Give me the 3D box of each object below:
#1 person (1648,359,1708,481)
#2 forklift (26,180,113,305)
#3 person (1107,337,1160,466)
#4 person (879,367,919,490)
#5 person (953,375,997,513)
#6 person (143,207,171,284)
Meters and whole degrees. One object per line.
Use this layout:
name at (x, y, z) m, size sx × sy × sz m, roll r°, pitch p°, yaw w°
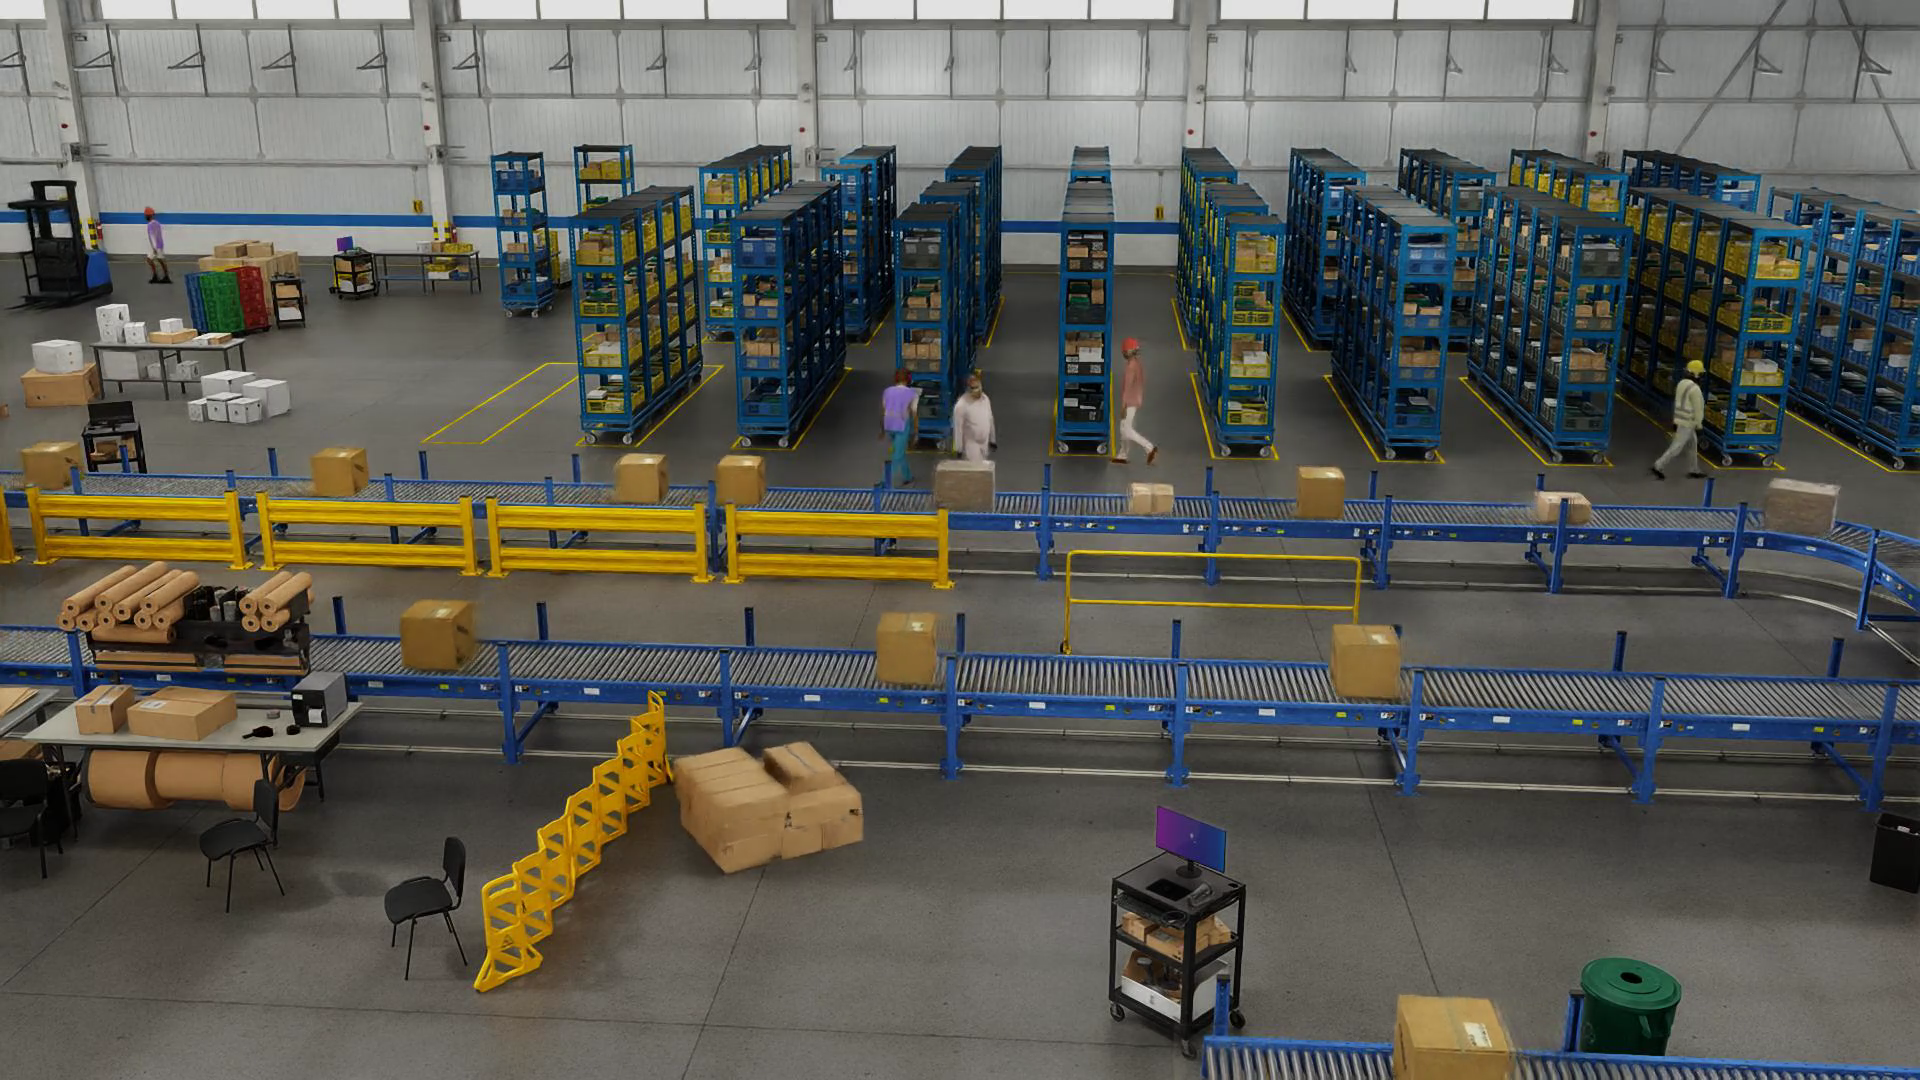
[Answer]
person at (10.491, -1.728, 24.099) m, size 0.878 × 1.802 × 0.588 m, roll 2°, pitch 18°, yaw 7°
forklift at (-21.215, -7.085, 39.325) m, size 1.129 × 2.768 × 1.873 m, roll 1°, pitch 18°, yaw 4°
person at (2.609, -2.039, 24.808) m, size 0.727 × 1.971 × 0.623 m, roll 5°, pitch 18°, yaw 14°
person at (-0.893, -1.548, 23.603) m, size 0.600 × 1.769 × 1.068 m, roll 10°, pitch 20°, yaw 28°
person at (0.174, -1.350, 22.770) m, size 0.812 × 1.880 × 0.654 m, roll 15°, pitch 23°, yaw 39°
person at (-20.354, -7.416, 41.953) m, size 0.693 × 1.912 × 0.576 m, roll -1°, pitch 18°, yaw -2°
